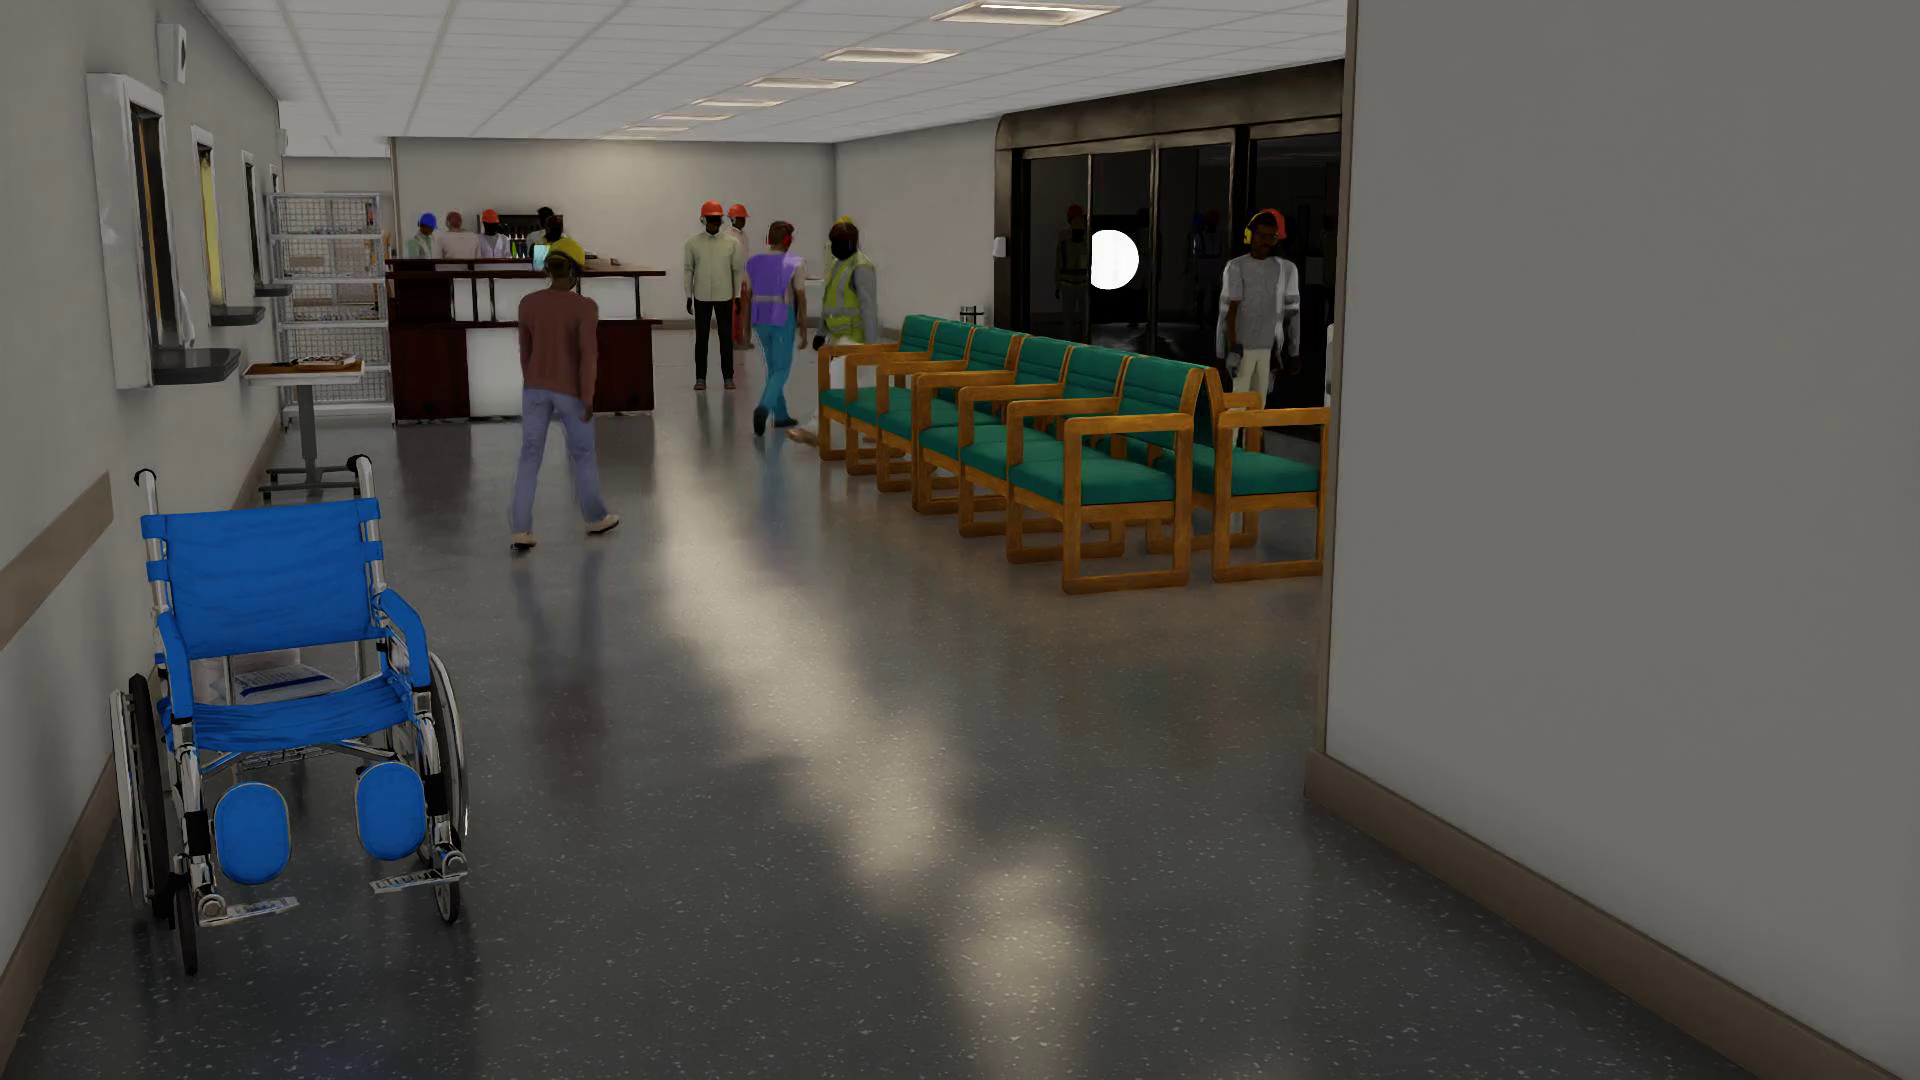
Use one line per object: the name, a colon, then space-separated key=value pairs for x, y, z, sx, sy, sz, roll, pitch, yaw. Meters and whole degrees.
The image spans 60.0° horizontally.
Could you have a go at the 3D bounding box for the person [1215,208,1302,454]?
person: x=2.098 y=-1.347 z=11.573 sx=0.554 sy=1.881 sz=0.998 roll=-3 pitch=12 yaw=-17

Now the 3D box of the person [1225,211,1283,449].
person: x=2.017 y=-1.299 z=11.367 sx=0.528 sy=1.863 sz=0.322 roll=-9 pitch=14 yaw=-40

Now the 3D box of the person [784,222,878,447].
person: x=-0.927 y=-1.636 z=13.302 sx=0.990 sy=1.778 sz=0.647 roll=-4 pitch=12 yaw=-18

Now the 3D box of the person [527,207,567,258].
person: x=-6.001 y=-3.844 z=24.174 sx=0.660 sy=1.959 sz=0.382 roll=-6 pitch=12 yaw=-27

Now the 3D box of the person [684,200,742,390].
person: x=-2.615 y=-2.588 z=17.636 sx=0.612 sy=1.995 sz=0.381 roll=-2 pitch=11 yaw=-10

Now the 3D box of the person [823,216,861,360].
person: x=-1.451 y=-3.182 z=21.110 sx=0.404 sy=1.830 sz=0.602 roll=11 pitch=15 yaw=44

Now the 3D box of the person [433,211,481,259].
person: x=-7.028 y=-3.598 z=23.084 sx=0.663 sy=1.885 sz=0.699 roll=-10 pitch=15 yaw=-40

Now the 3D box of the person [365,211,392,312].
person: x=-11.248 y=-5.377 z=32.106 sx=0.374 sy=1.934 sz=0.549 roll=10 pitch=15 yaw=43

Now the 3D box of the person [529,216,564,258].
person: x=-5.001 y=-3.080 z=20.592 sx=0.429 sy=1.836 sz=0.628 roll=10 pitch=15 yaw=41

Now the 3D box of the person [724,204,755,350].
person: x=-3.050 y=-3.611 z=22.889 sx=0.390 sy=1.992 sz=0.624 roll=4 pitch=12 yaw=19

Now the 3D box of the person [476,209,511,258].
person: x=-6.518 y=-3.641 z=23.223 sx=0.545 sy=1.931 sz=0.380 roll=-6 pitch=13 yaw=-28

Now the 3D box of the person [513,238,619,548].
person: x=-2.260 y=-0.825 z=9.327 sx=0.552 sy=1.710 sz=0.853 roll=3 pitch=11 yaw=14

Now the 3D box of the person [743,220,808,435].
person: x=-1.608 y=-1.812 z=14.182 sx=0.610 sy=1.806 sz=0.847 roll=5 pitch=12 yaw=25
